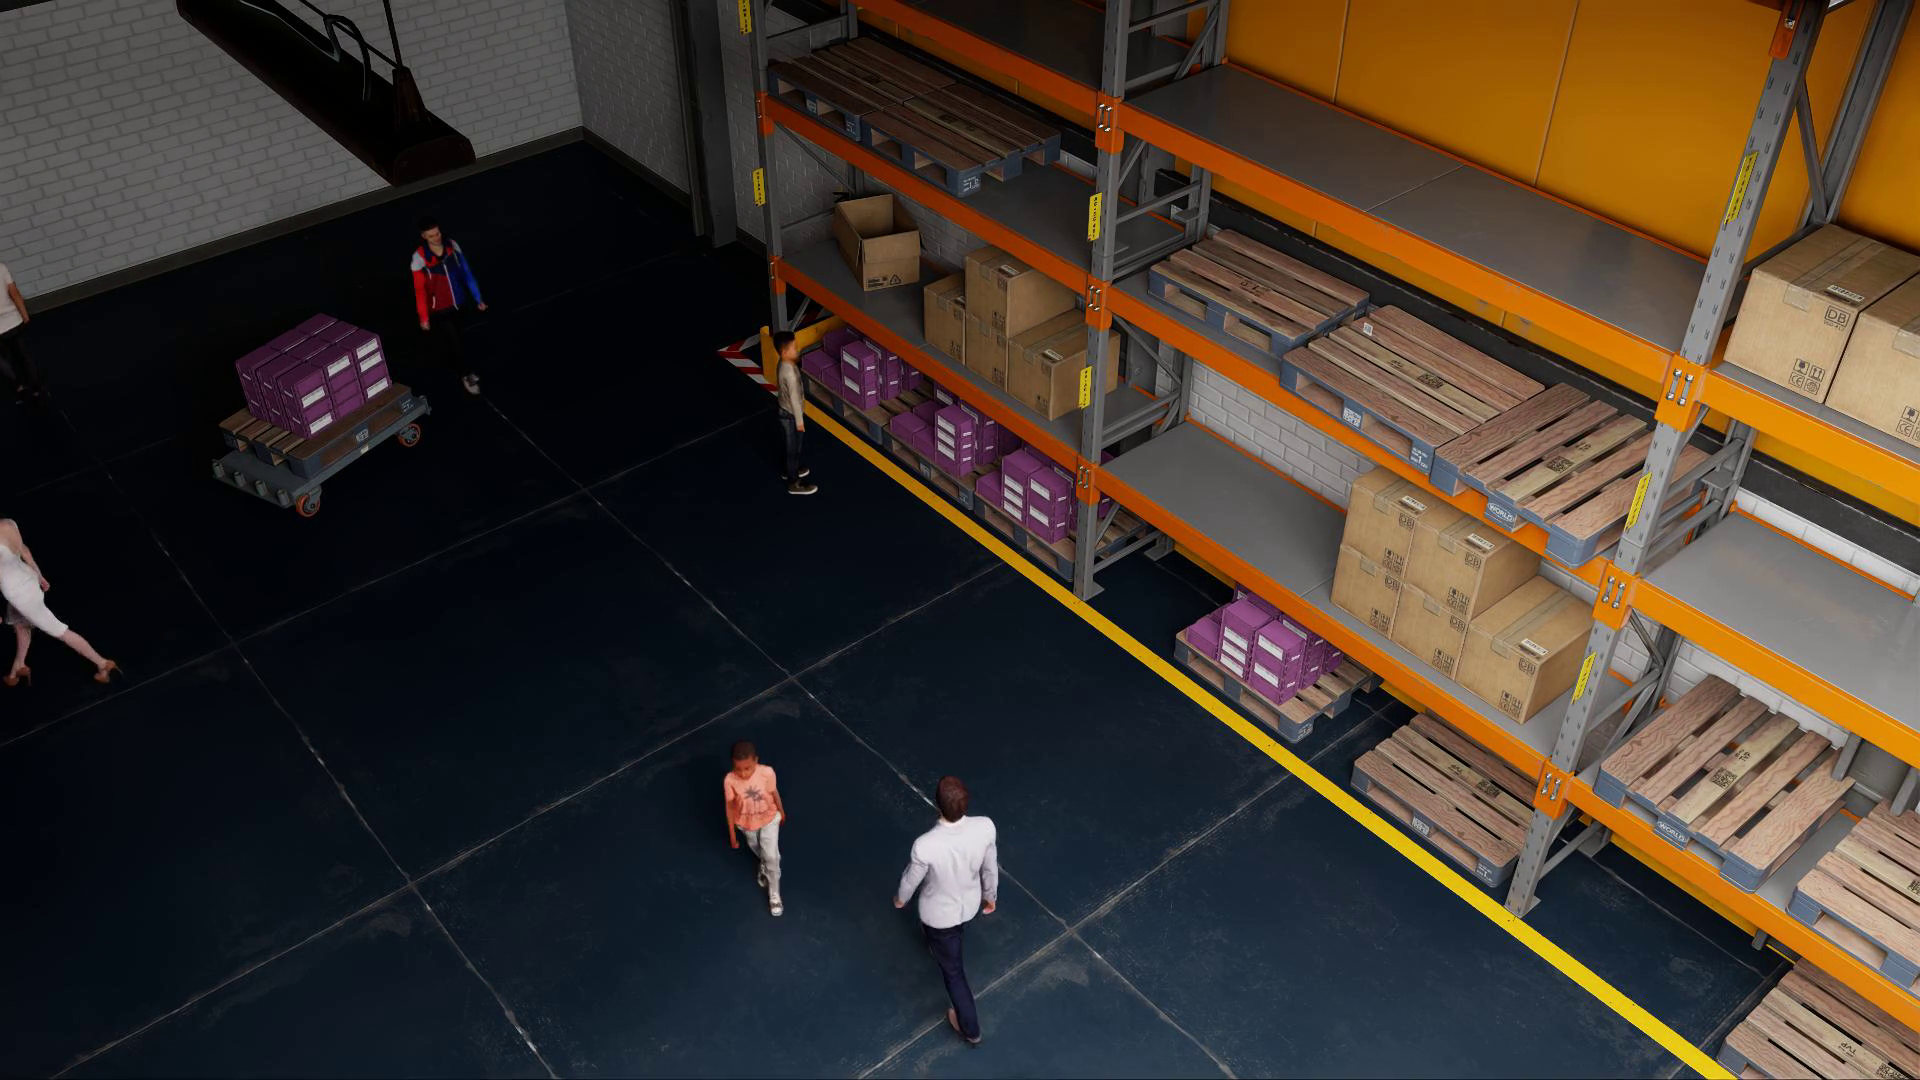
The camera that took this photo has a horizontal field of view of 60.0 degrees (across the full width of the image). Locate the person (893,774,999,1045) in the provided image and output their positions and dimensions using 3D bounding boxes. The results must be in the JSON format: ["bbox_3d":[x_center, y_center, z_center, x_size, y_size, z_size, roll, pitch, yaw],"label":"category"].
[{"bbox_3d":[-0.015,2.122,9.373,0.833,1.801,1.218,-20,43,-23],"label":"person"}]

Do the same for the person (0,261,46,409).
[{"bbox_3d":[-8.320,-1.864,14.436,0.611,1.712,0.680,30,48,32],"label":"person"}]

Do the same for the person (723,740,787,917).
[{"bbox_3d":[-1.268,1.663,10.356,0.735,1.292,0.822,-1,39,-1],"label":"person"}]

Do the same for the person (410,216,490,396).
[{"bbox_3d":[-4.599,-2.102,14.713,0.784,1.737,0.810,24,44,27],"label":"person"}]

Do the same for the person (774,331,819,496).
[{"bbox_3d":[-1.391,-1.057,13.625,0.683,1.463,0.560,-10,40,-12],"label":"person"}]

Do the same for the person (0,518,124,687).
[{"bbox_3d":[-6.391,0.411,11.561,1.039,1.746,1.072,-2,39,-3],"label":"person"}]
